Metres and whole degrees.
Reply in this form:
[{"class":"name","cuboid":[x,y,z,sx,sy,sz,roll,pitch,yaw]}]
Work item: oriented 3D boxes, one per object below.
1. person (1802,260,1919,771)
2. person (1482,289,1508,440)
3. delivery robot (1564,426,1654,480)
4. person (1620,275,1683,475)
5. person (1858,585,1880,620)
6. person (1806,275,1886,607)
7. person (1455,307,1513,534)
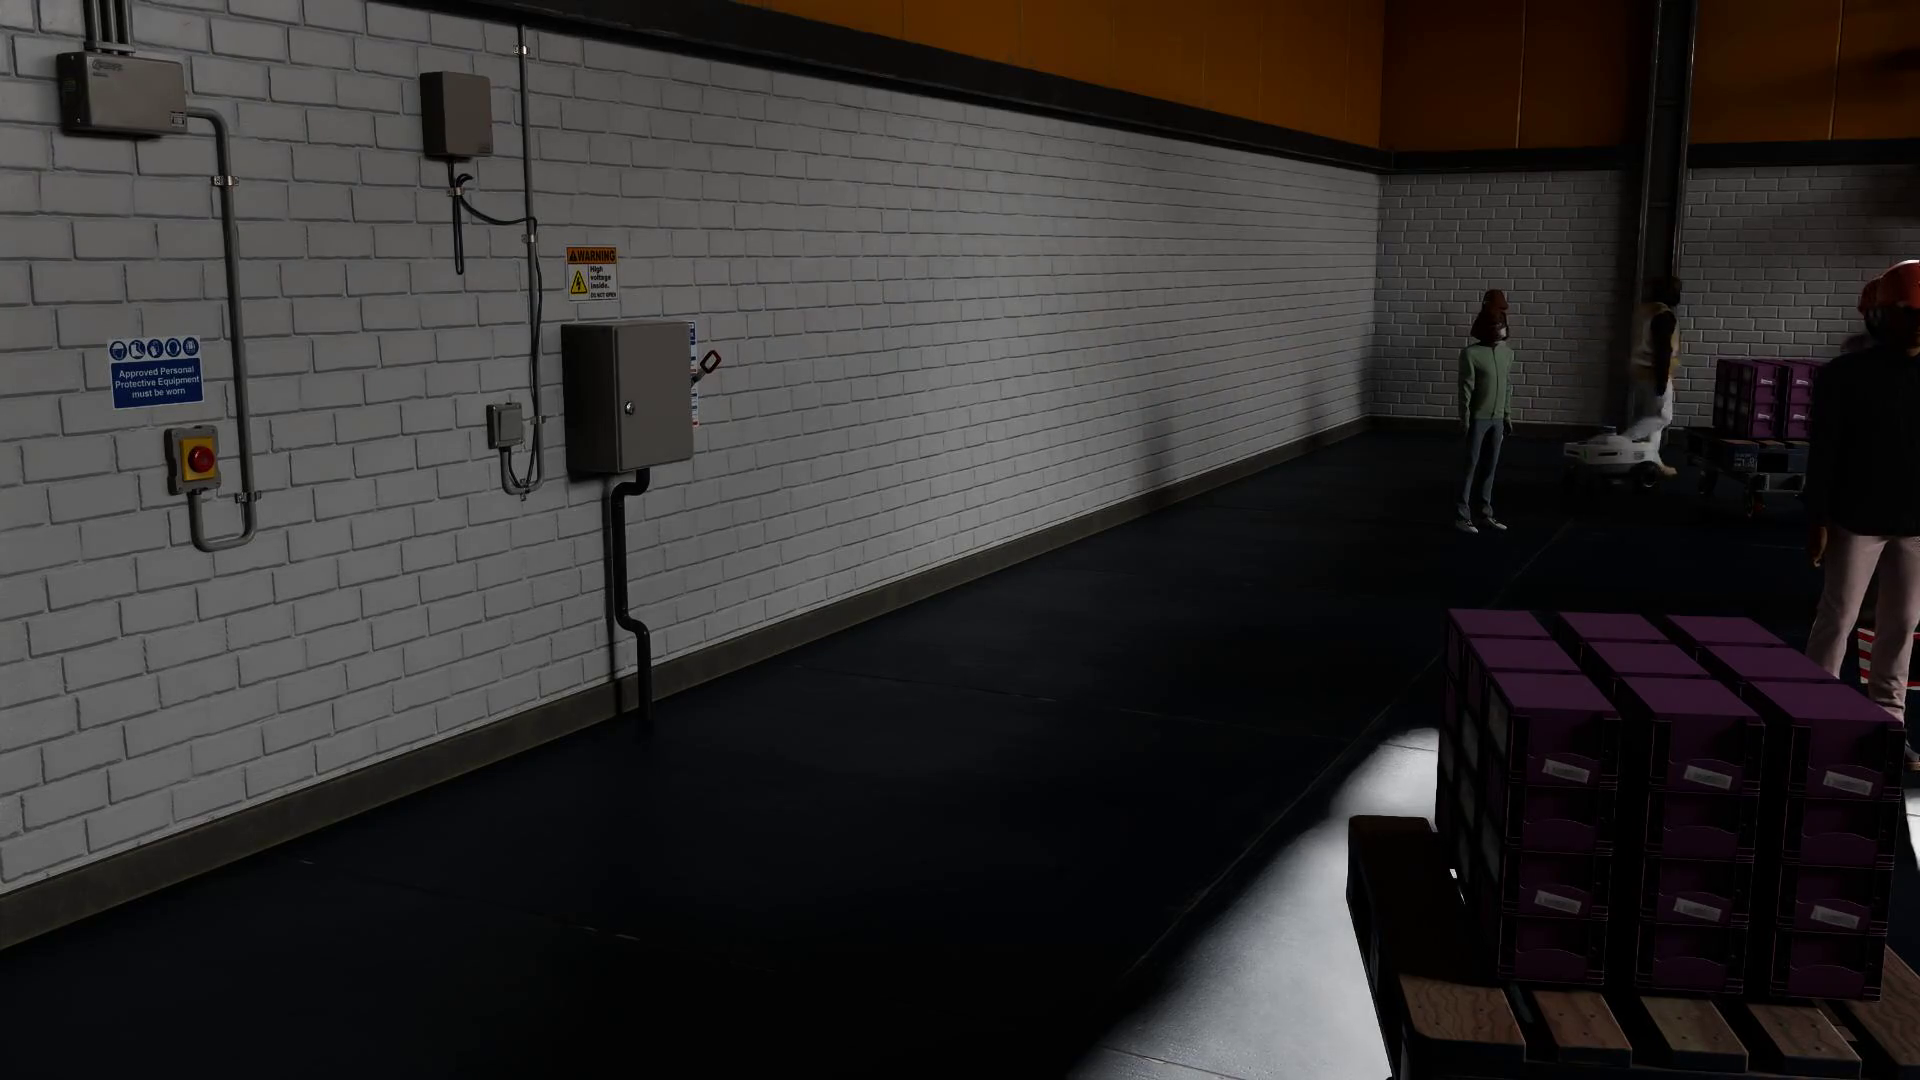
[{"class":"person","cuboid":[3.601,-0.078,6.460,0.619,1.992,0.396,0,10,1]},{"class":"person","cuboid":[5.692,-1.854,17.781,0.284,1.634,0.498,7,12,36]},{"class":"delivery robot","cuboid":[5.488,-0.721,14.075,0.707,0.478,0.477,-2,10,-14]},{"class":"person","cuboid":[6.255,-1.490,15.142,0.577,1.822,0.641,1,10,8]},{"class":"person","cuboid":[5.331,-0.351,9.062,0.779,1.660,0.544,3,10,15]},{"class":"person","cuboid":[5.215,-0.538,9.389,0.665,1.906,0.607,-5,11,-25]},{"class":"person","cuboid":[3.809,-0.868,12.074,0.507,1.633,0.280,-6,11,-30]}]
